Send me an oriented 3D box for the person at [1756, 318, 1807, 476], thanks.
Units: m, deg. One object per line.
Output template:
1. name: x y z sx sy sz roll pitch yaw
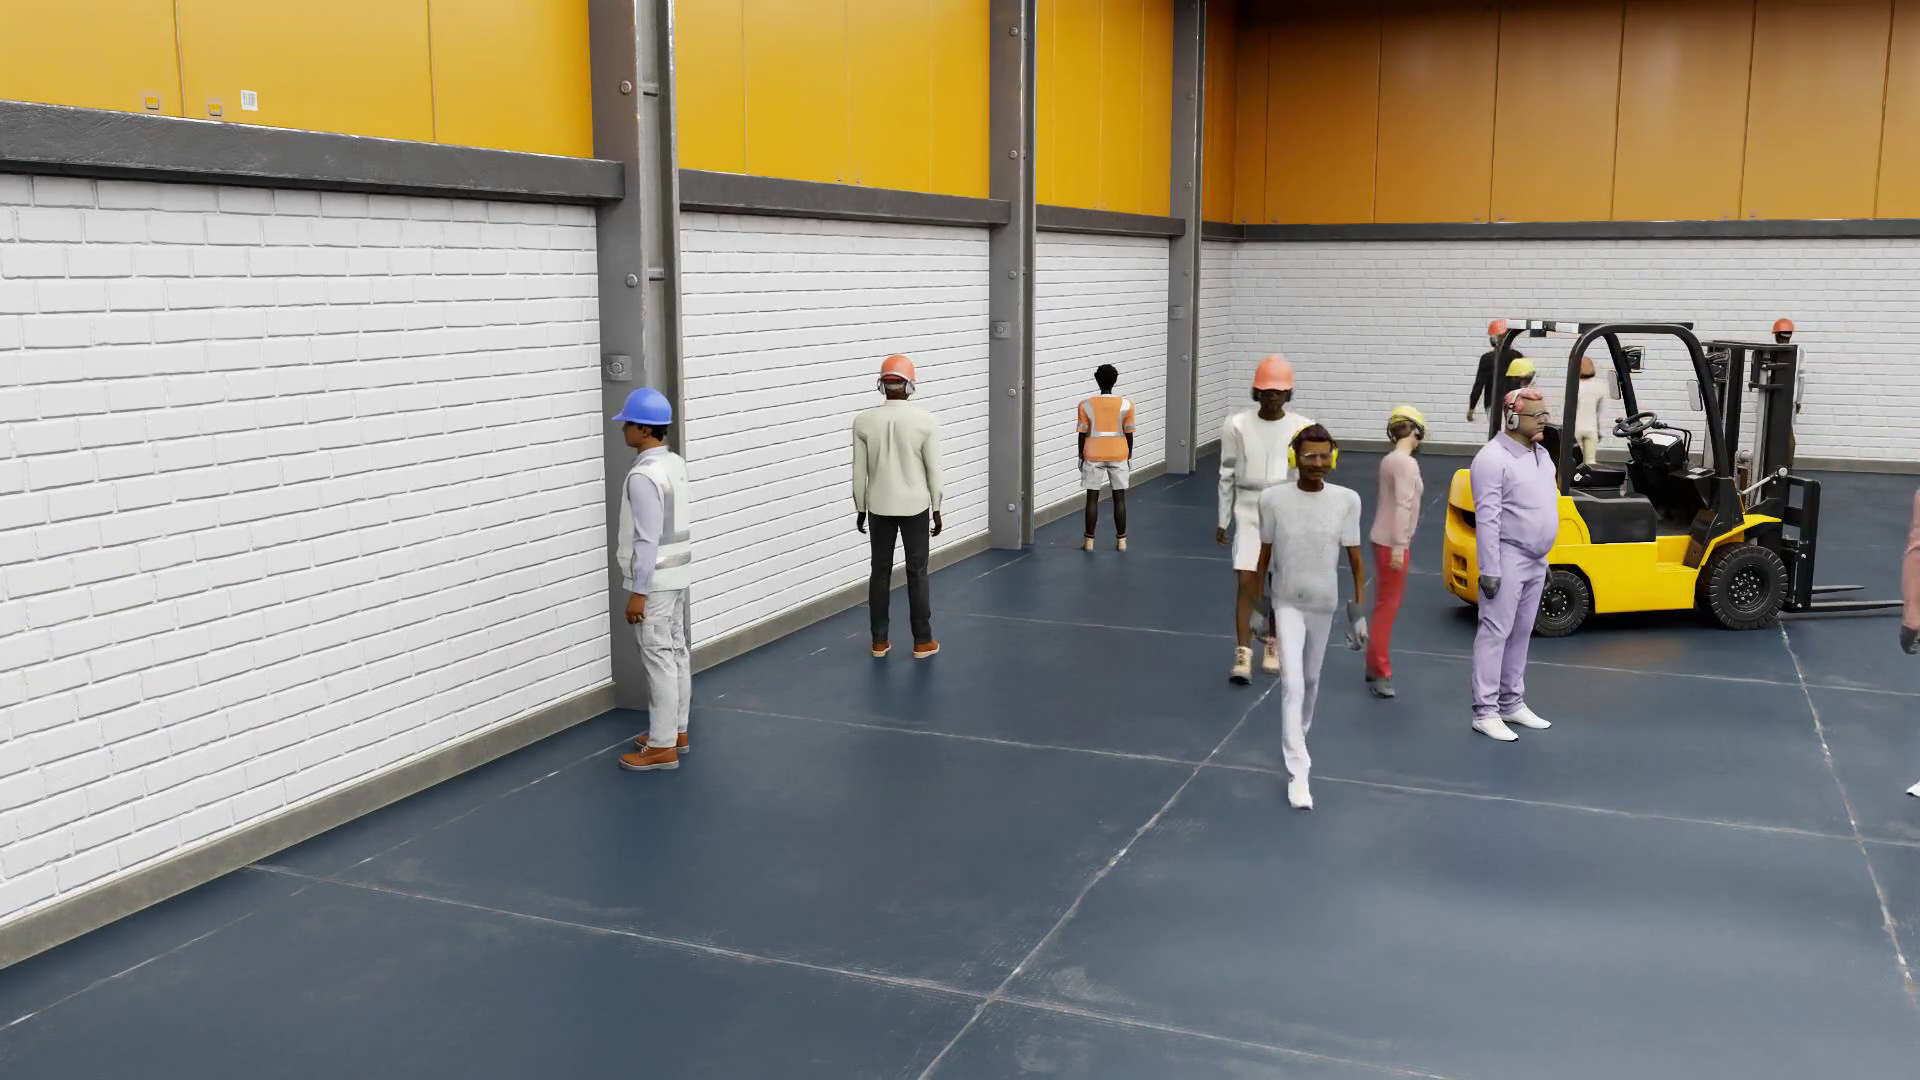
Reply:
1. person: 9.945 -1.722 20.196 0.552 1.932 0.377 -1 9 -6

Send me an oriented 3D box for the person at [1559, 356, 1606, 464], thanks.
1. person: 6.593 -1.141 17.597 0.515 1.615 0.581 -1 9 -5

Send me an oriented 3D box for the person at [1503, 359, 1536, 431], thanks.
1. person: 5.163 -0.800 15.247 0.536 1.725 0.889 -8 12 -40

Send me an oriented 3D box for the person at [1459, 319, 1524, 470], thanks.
1. person: 6.093 -1.548 19.096 0.651 1.942 0.994 -5 11 -29

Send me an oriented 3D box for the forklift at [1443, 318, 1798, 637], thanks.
1. forklift: 4.706 -0.497 11.990 2.313 2.155 1.214 -2 10 -10

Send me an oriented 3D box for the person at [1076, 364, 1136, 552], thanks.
1. person: 1.309 -0.731 14.948 0.532 1.688 0.321 0 9 1

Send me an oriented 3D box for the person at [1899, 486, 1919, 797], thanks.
1. person: 4.758 0.359 7.791 0.686 1.883 0.657 8 13 42

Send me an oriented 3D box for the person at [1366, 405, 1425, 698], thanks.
1. person: 2.653 0.062 10.045 0.338 1.720 0.683 1 9 4

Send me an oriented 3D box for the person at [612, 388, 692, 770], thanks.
1. person: -1.560 0.198 8.517 0.382 1.951 0.606 1 9 5

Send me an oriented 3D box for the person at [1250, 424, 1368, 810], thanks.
1. person: 1.719 0.321 8.199 0.537 1.820 0.989 0 9 2

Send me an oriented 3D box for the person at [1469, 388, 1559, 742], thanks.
1. person: 3.046 0.125 9.088 0.643 1.909 0.410 -9 13 -42

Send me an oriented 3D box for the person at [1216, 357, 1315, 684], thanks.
1. person: 1.885 -0.105 10.183 0.650 1.998 0.960 2 10 13

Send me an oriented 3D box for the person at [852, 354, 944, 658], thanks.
1. person: -0.399 -0.215 10.895 0.609 1.992 0.386 2 10 11
